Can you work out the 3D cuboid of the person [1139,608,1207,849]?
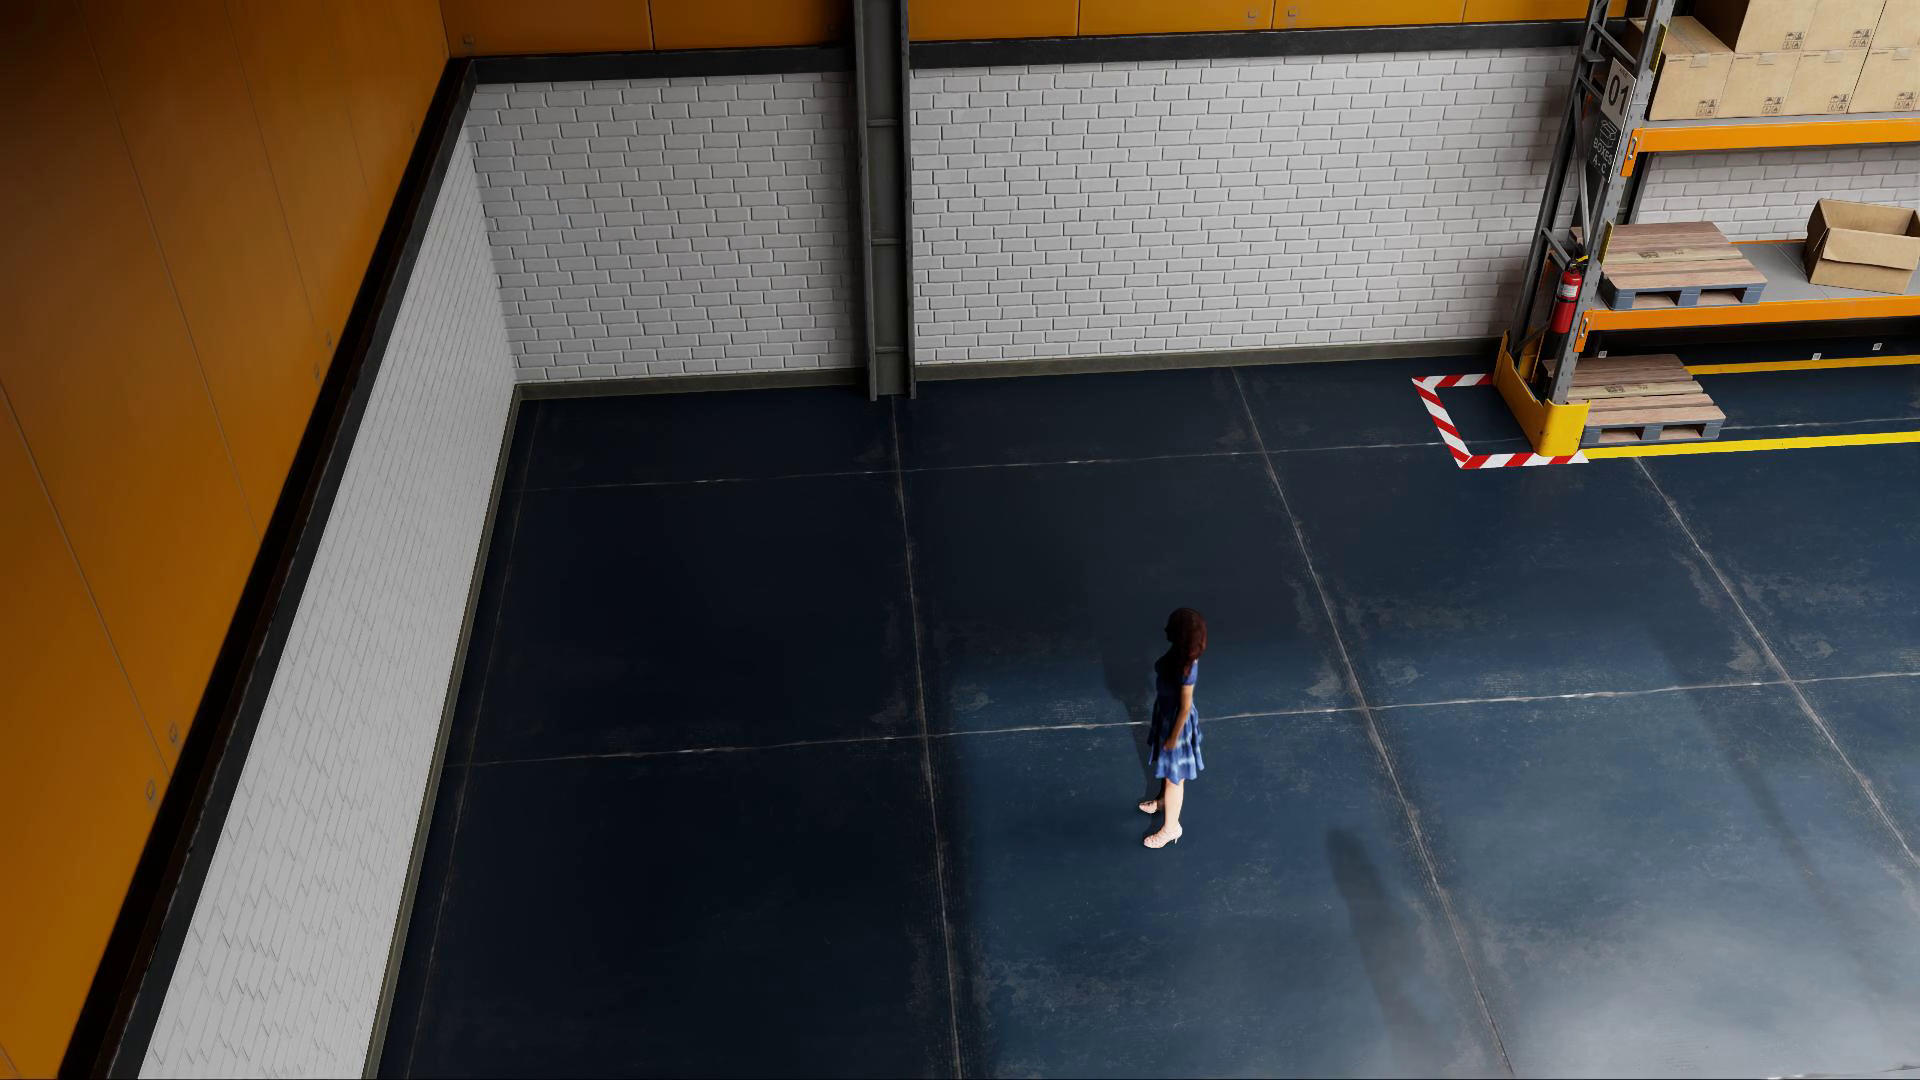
[{"bbox_3d":[1.261,1.104,9.892,0.589,1.806,0.685,1,39,1],"label":"person"}]
